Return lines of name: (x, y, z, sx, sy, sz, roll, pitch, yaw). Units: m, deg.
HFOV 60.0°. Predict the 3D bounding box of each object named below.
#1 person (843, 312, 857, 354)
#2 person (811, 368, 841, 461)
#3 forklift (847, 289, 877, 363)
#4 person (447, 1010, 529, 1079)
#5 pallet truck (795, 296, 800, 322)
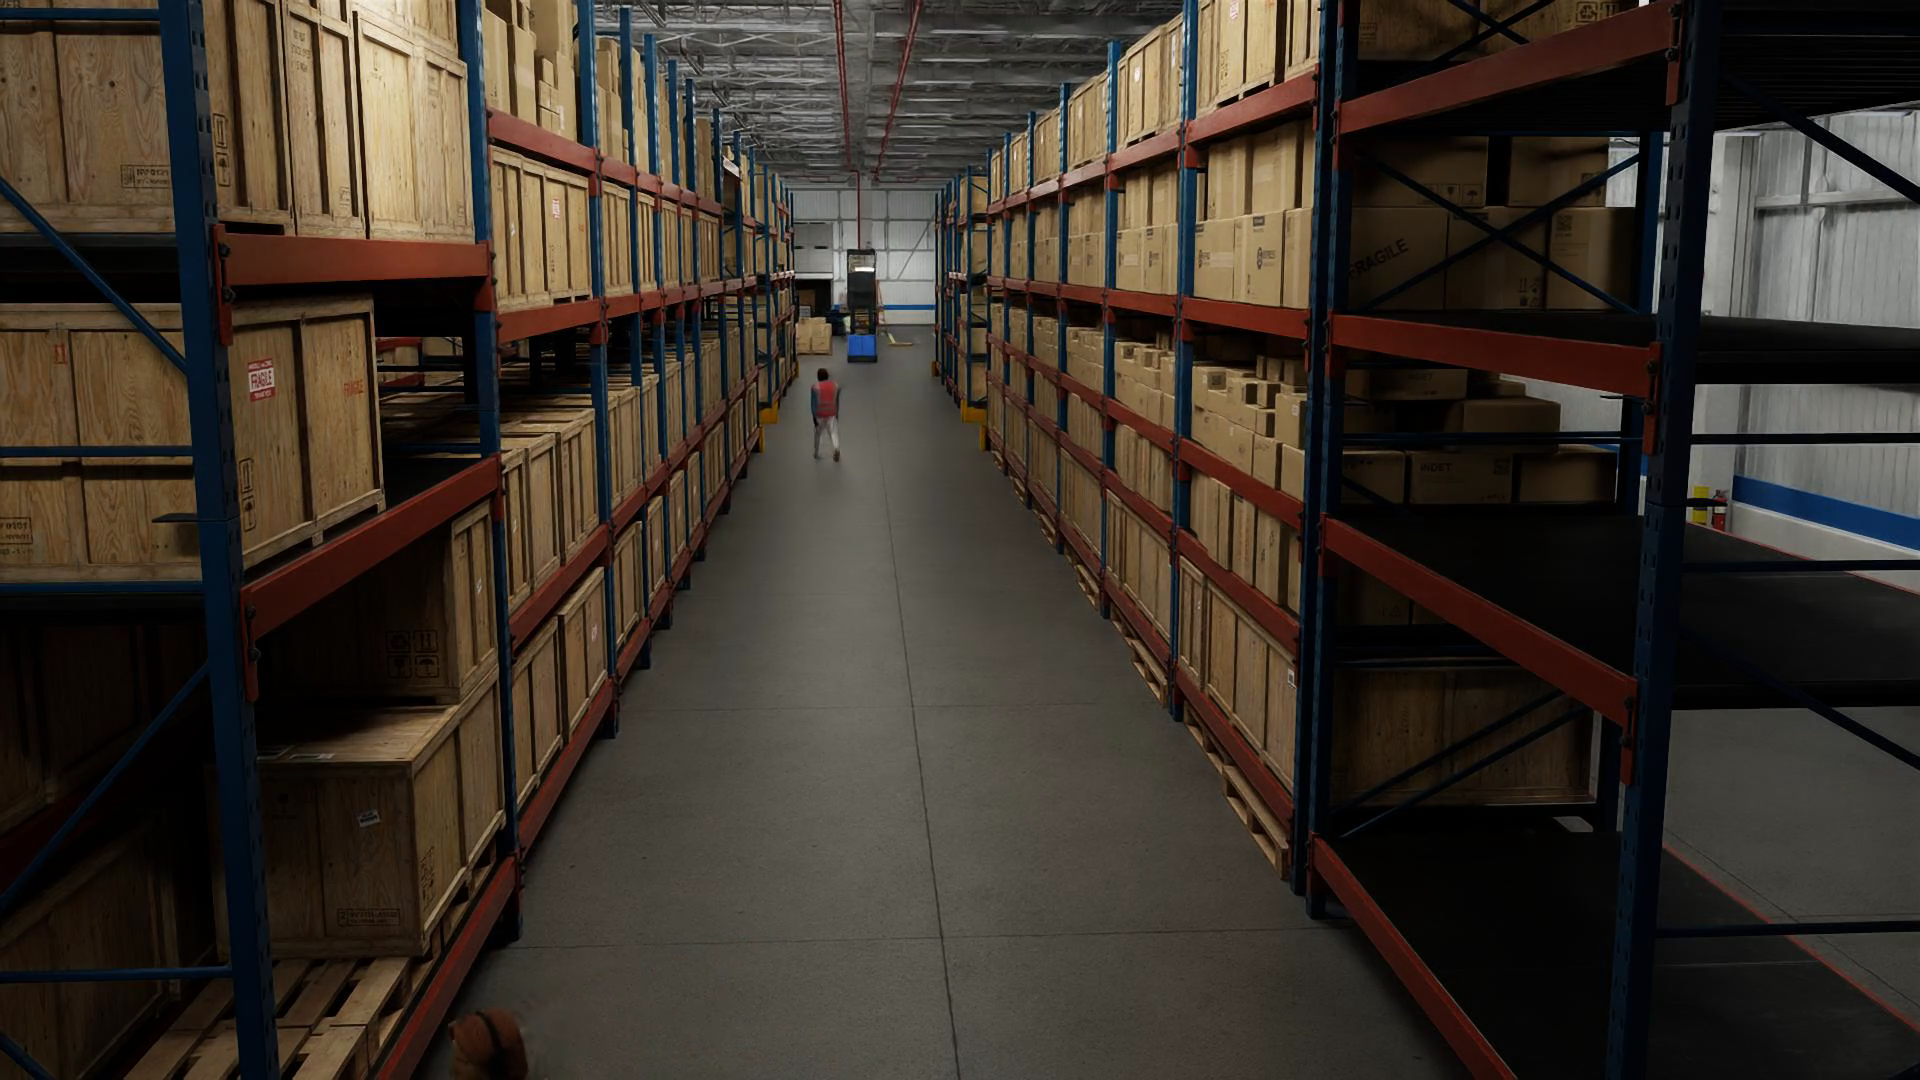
person: (-4.538, -8.589, 68.827, 0.597, 1.859, 0.978, 0, 10, -1)
person: (-2.582, -2.428, 32.176, 0.623, 1.813, 0.844, -4, 10, -23)
forklift: (-3.725, -8.149, 63.143, 1.129, 2.768, 1.873, -1, 10, -4)
person: (-1.454, 2.208, 5.107, 0.791, 1.595, 0.528, -8, 12, -38)
pallet truck: (-8.622, -12.439, 91.403, 1.885, 1.965, 0.823, 2, 10, 13)
